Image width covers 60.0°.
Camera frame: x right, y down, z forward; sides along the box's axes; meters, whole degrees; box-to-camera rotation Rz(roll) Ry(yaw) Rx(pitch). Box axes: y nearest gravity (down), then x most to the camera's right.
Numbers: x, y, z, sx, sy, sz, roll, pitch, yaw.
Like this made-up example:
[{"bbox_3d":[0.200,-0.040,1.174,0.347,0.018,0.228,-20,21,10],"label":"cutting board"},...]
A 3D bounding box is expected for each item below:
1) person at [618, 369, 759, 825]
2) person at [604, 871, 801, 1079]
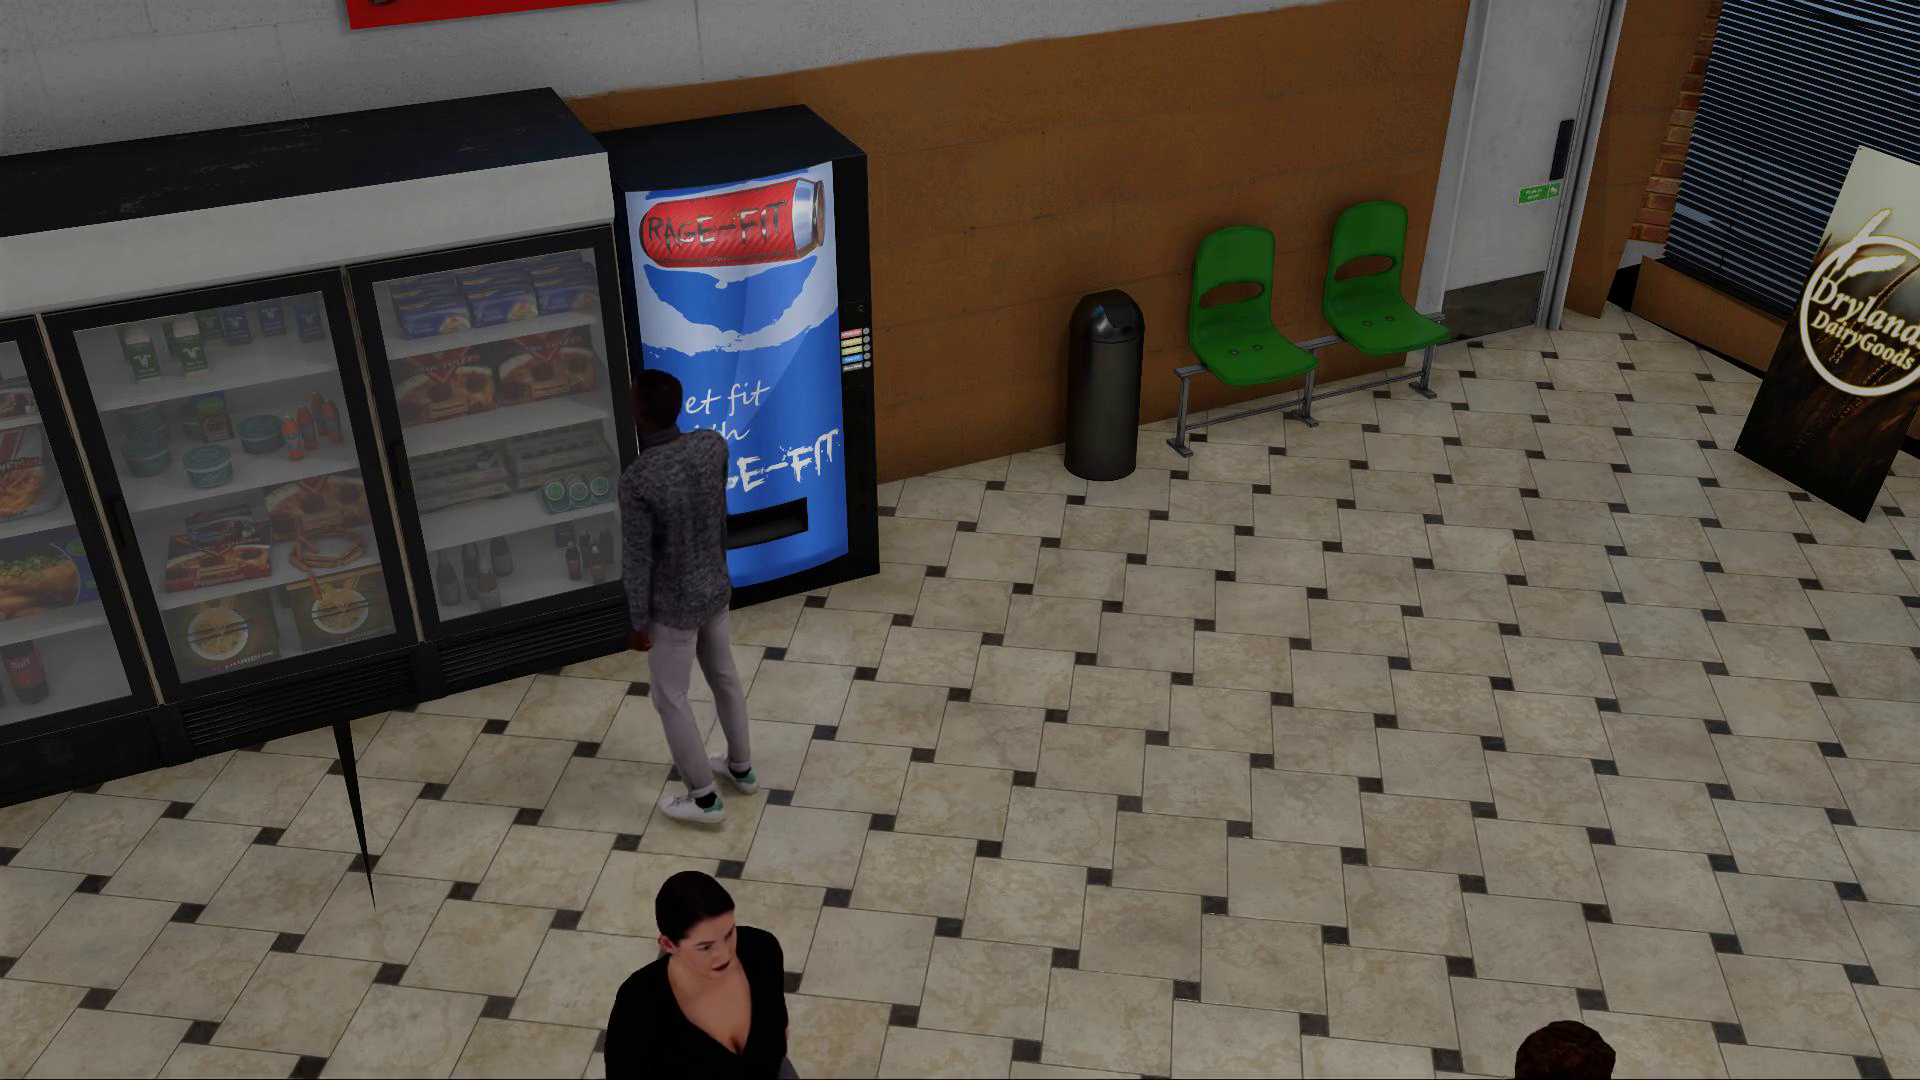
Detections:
[{"bbox_3d":[-0.999,0.236,6.206,0.857,1.819,0.834,18,36,27],"label":"person"},{"bbox_3d":[-0.693,1.489,4.295,0.815,1.711,1.141,-22,38,-31],"label":"person"}]
